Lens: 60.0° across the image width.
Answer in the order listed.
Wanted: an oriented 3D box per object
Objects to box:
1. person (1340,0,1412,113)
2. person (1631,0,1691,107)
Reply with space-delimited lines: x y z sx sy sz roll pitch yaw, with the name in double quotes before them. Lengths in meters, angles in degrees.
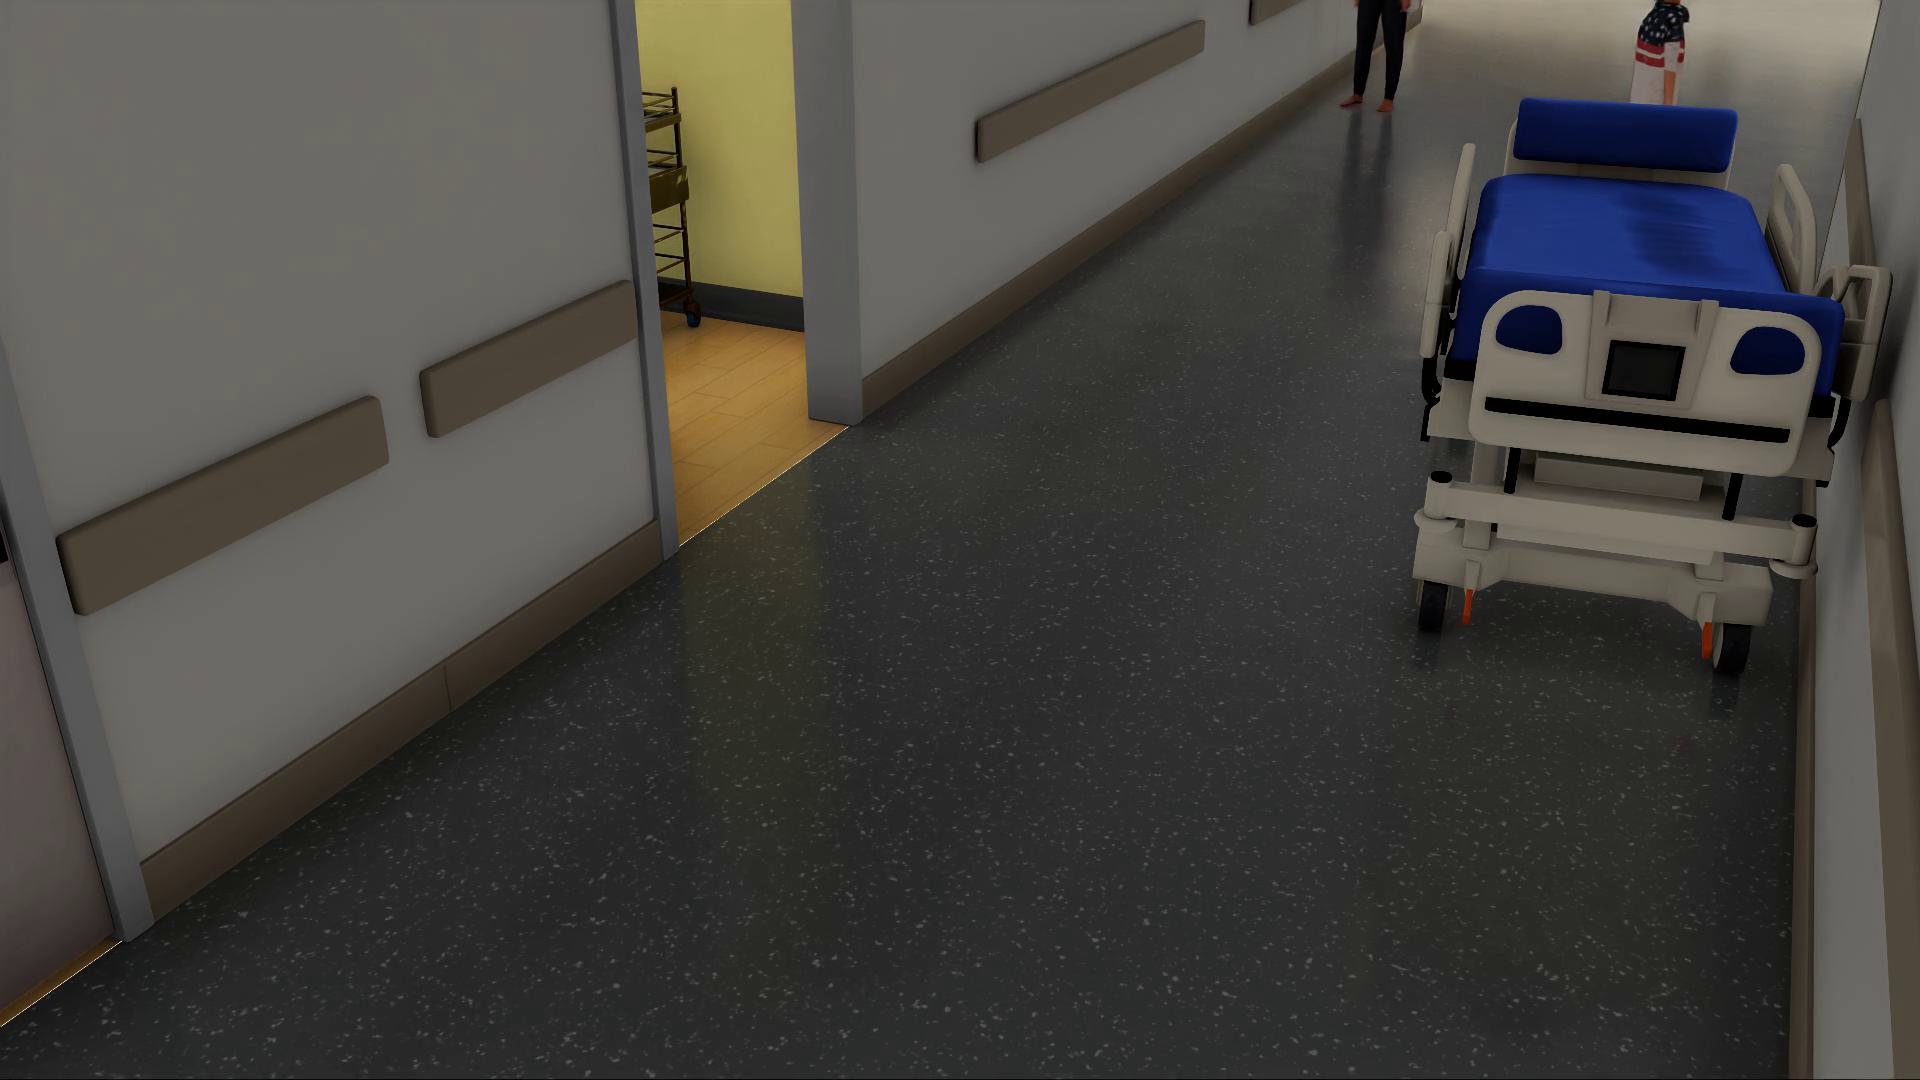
"person" 3.102 -4.042 12.129 0.538 1.726 0.712 19 32 35
"person" 3.906 -2.540 9.345 0.602 1.439 0.588 -2 26 -4
